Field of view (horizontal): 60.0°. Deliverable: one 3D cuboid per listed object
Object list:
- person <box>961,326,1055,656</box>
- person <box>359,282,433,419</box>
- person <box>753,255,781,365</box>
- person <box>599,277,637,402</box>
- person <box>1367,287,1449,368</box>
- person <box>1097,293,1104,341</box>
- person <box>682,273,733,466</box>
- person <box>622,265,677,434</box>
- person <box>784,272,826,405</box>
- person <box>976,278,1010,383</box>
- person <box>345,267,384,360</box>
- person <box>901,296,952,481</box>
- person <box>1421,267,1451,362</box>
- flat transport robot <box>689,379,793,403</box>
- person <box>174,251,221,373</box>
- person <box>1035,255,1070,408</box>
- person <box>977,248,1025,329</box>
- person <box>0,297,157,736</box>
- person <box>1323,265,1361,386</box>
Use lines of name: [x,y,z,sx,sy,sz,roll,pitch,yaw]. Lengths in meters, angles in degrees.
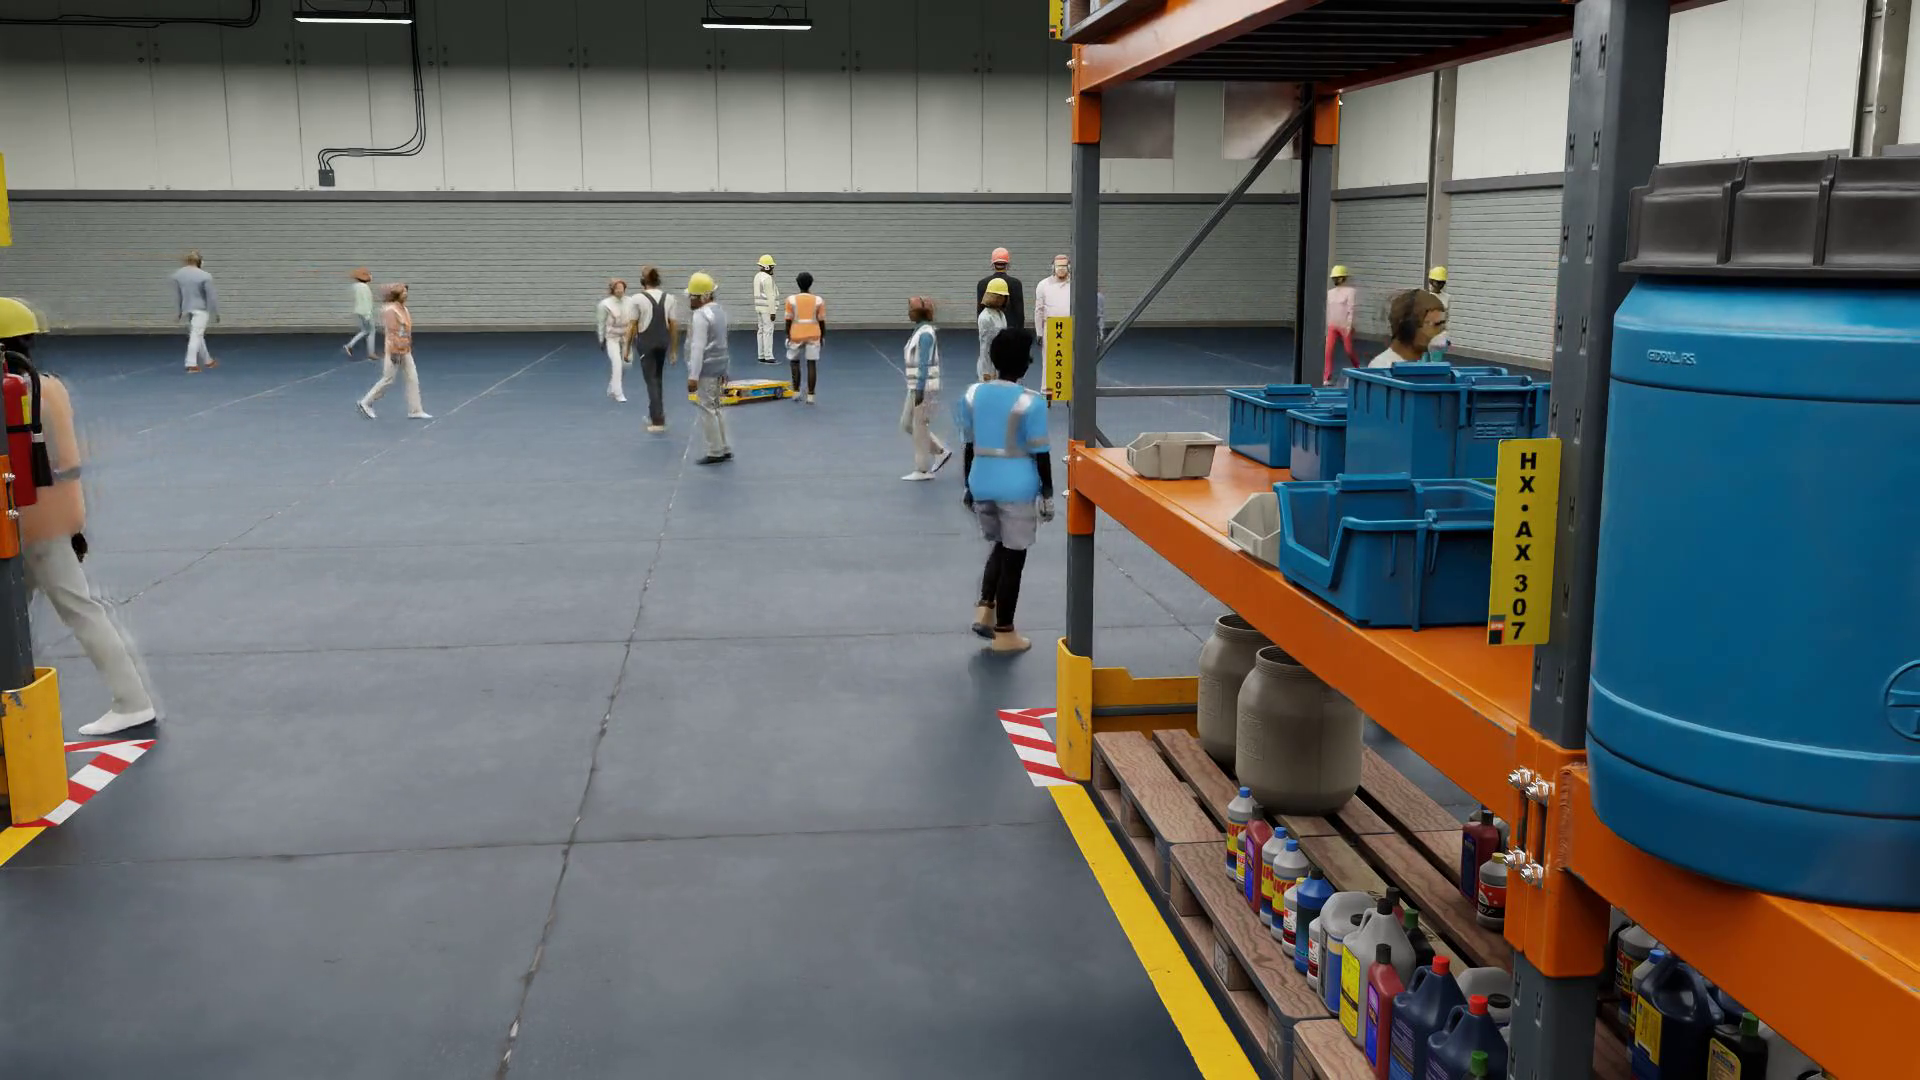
person: [0.257,-0.244,8.483,0.551,1.680,0.381,9,14,41]
person: [-6.656,-2.207,19.470,0.770,1.612,0.527,1,10,3]
person: [-3.231,-3.856,27.879,0.404,1.831,0.600,-6,12,-29]
person: [-4.489,-2.622,21.707,0.539,1.610,0.585,-7,12,-34]
person: [1.854,-0.133,7.226,0.632,1.923,0.640,6,12,32]
person: [1.732,-2.899,23.213,0.535,1.611,0.604,2,11,10]
person: [-2.367,-1.578,15.511,0.404,1.791,0.683,2,11,11]
person: [-3.437,-2.085,18.222,0.520,1.819,0.826,-9,14,-40]
person: [-1.997,-2.591,21.350,0.553,1.669,0.693,-3,11,-14]
person: [0.333,-1.628,15.922,0.313,1.740,0.486,5,11,24]
person: [-10.315,-3.899,28.711,0.550,1.613,0.511,-7,13,-34]
person: [-0.319,-1.318,14.538,0.409,1.625,0.518,-2,11,-12]
person: [5.953,-2.545,20.900,0.524,1.760,0.327,-5,11,-23]
flat transport robot: [-2.821,-1.957,21.757,0.652,0.197,1.431,7,12,33]
person: [-12.006,-3.614,26.351,0.659,1.895,0.949,3,11,15]
person: [1.250,-2.586,20.717,0.641,1.908,0.407,0,10,-1]
person: [0.509,-2.594,20.517,0.609,1.996,0.375,4,11,19]
person: [-3.947,-0.071,7.006,0.980,1.874,0.604,-3,11,-15]
person: [5.497,-3.076,23.868,0.824,1.737,0.521,-9,14,-42]
